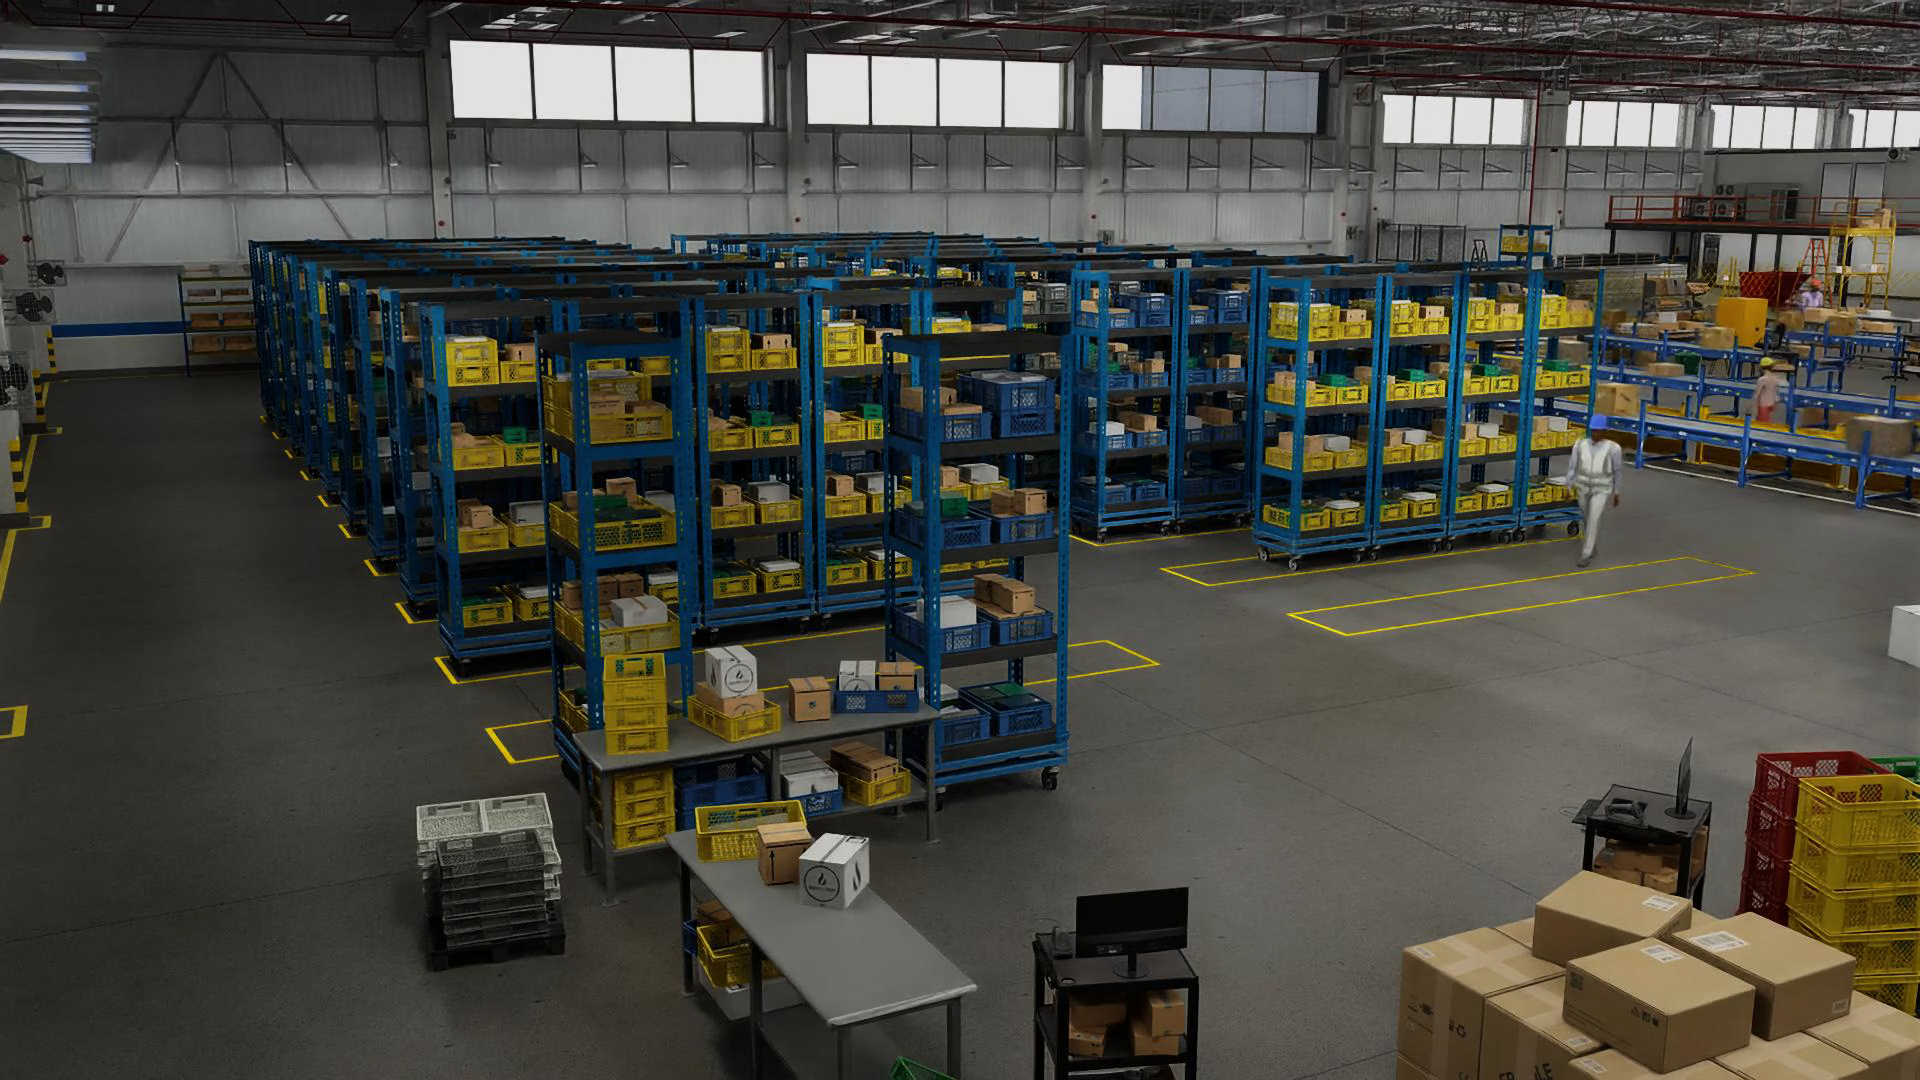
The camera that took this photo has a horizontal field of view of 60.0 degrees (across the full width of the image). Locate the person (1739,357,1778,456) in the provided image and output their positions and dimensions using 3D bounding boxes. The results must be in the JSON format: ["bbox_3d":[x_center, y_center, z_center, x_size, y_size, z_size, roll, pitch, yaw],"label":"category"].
[{"bbox_3d":[14.056,-2.351,29.239,0.538,1.716,0.942,-9,15,-37],"label":"person"}]

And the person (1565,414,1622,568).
[{"bbox_3d":[7.961,-0.653,20.895,0.624,1.902,1.041,9,15,35],"label":"person"}]

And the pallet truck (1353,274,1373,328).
[{"bbox_3d":[13.011,-8.050,55.243,0.823,1.965,1.885,-7,14,-28],"label":"pallet truck"}]

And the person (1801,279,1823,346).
[{"bbox_3d":[24.606,-6.540,48.135,0.659,2.017,0.485,1,12,4],"label":"person"}]
